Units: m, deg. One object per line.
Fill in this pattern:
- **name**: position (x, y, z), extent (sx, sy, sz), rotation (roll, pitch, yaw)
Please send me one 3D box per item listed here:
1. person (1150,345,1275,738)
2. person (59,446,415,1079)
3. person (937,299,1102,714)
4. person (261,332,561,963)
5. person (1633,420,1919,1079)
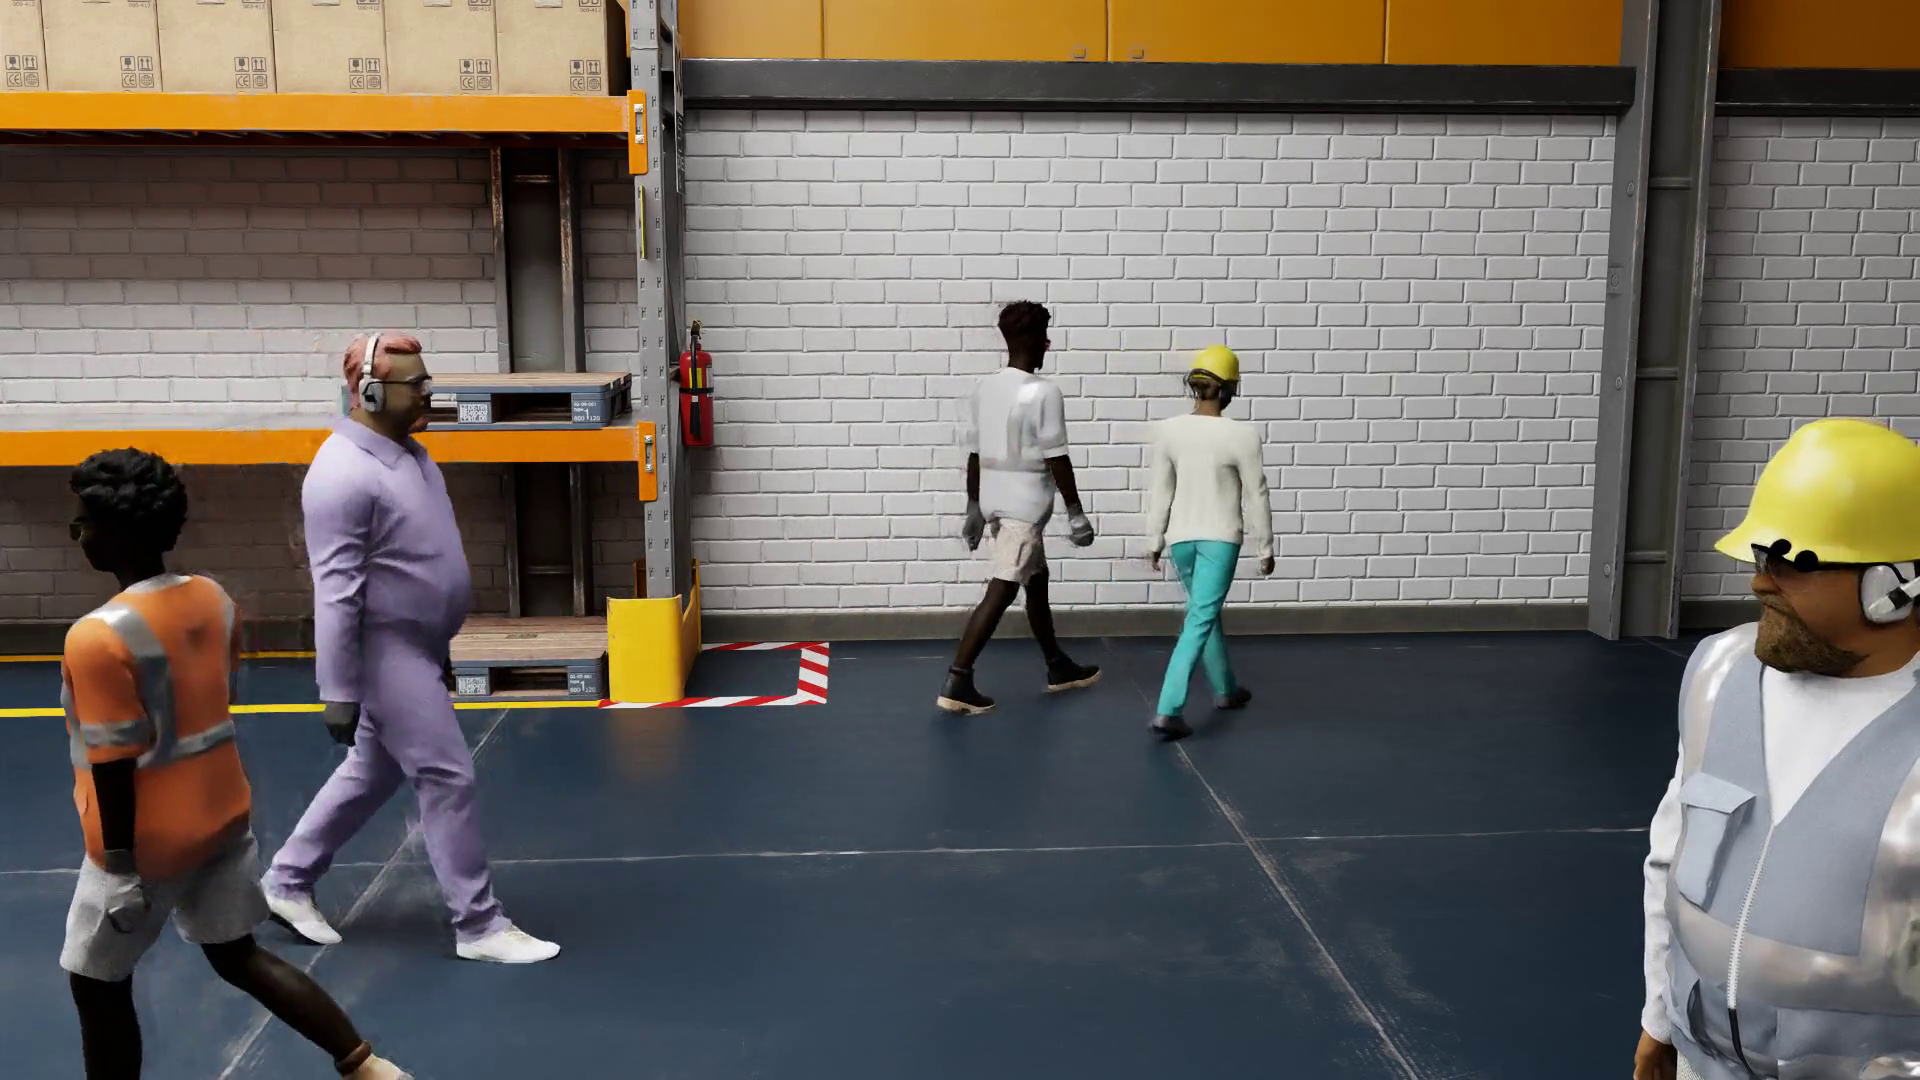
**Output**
- **person**: position (1.109, -0.004, 7.406), extent (0.544, 1.719, 0.924), rotation (8, 12, 40)
- **person**: position (-1.651, 0.623, 3.618), extent (0.799, 1.670, 0.537), rotation (1, 9, 6)
- **person**: position (0.268, -0.159, 7.783), extent (1.020, 1.919, 0.607), rotation (-5, 10, -29)
- **person**: position (-1.702, 0.325, 4.873), extent (0.945, 1.869, 0.650), rotation (0, 9, -1)
- **person**: position (1.214, 0.741, 2.372), extent (0.404, 1.826, 0.600), rotation (-5, 10, -29)
